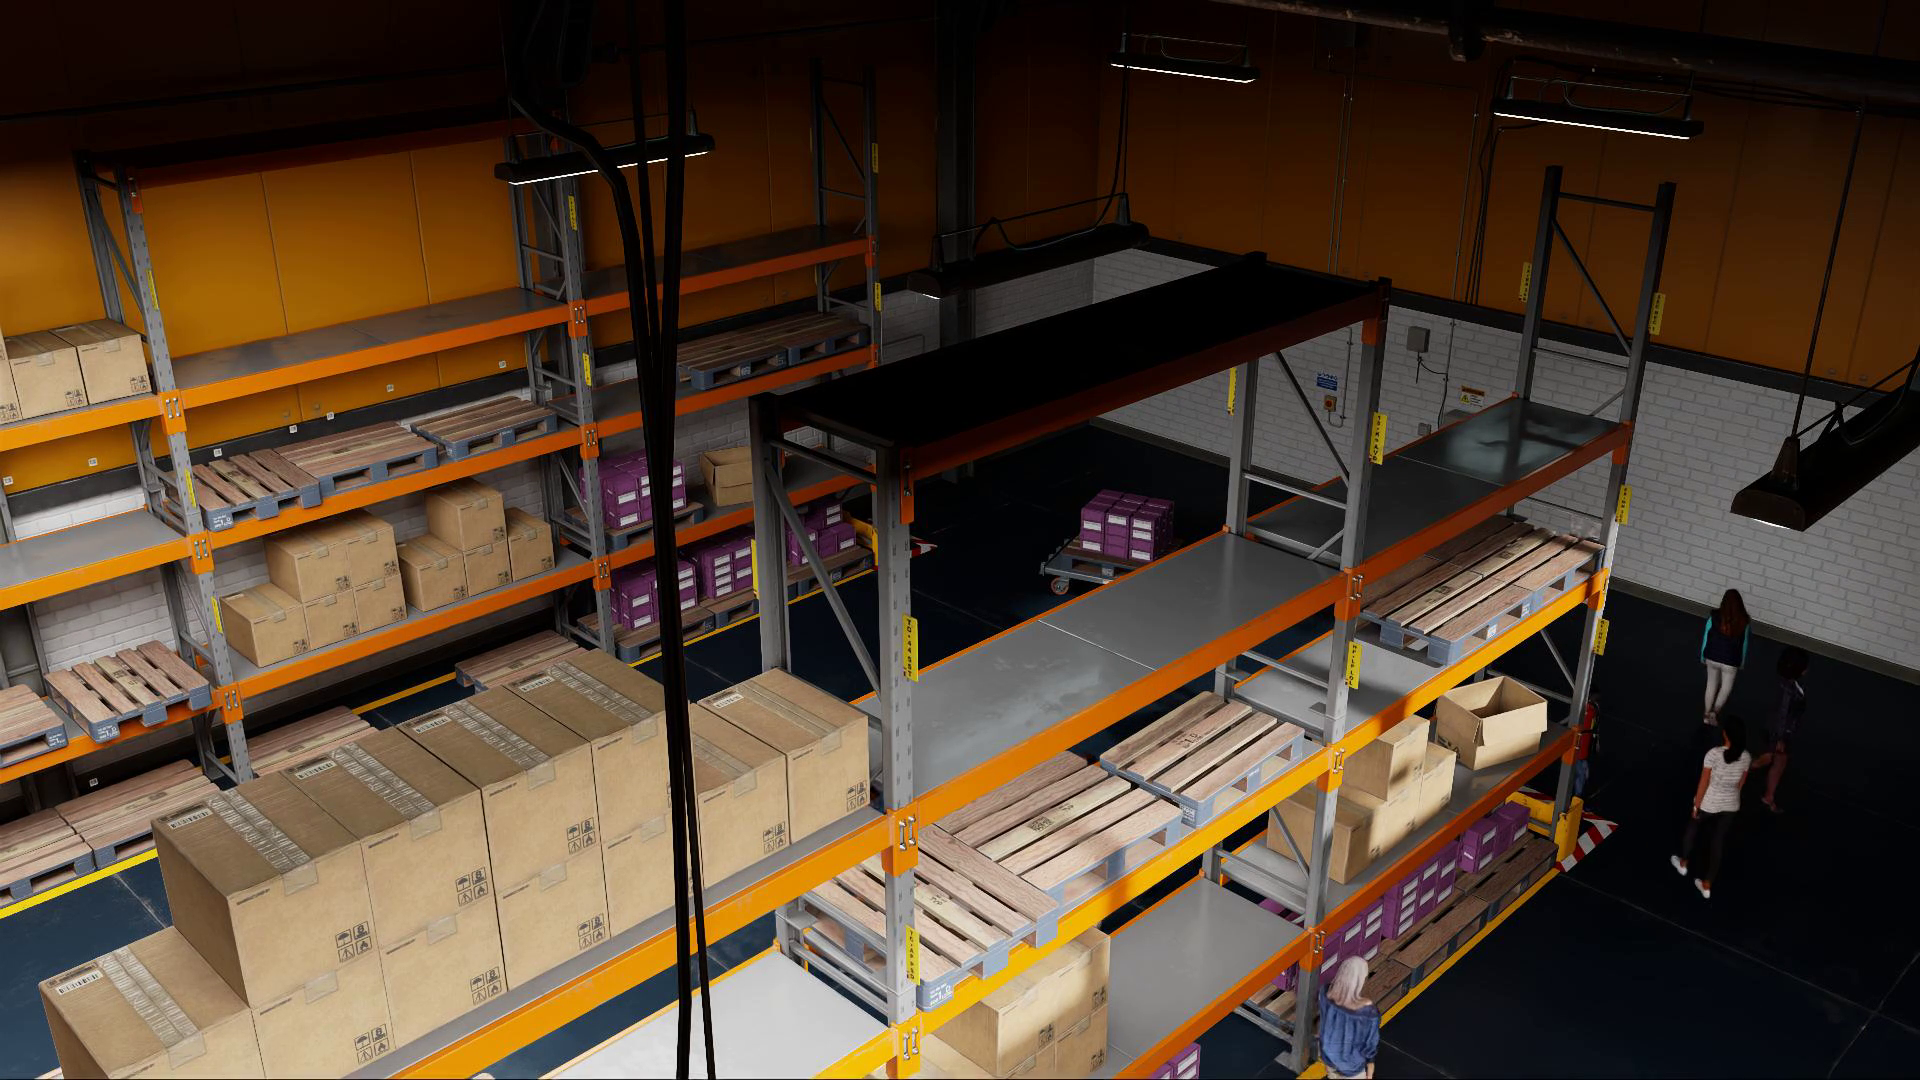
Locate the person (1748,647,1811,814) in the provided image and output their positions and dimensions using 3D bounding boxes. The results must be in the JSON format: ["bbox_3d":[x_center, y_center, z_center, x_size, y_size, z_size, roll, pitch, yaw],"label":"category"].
[{"bbox_3d":[7.450,1.739,15.288,0.852,1.687,0.827,9,25,19],"label":"person"}]

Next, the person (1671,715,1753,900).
[{"bbox_3d":[6.448,2.301,14.092,0.837,1.616,0.911,1,24,3],"label":"person"}]

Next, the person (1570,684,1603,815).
[{"bbox_3d":[5.739,1.879,15.514,0.552,1.250,0.552,-20,31,-38],"label":"person"}]

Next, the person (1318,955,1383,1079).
[{"bbox_3d":[2.531,3.545,11.168,0.608,1.678,0.929,21,31,39],"label":"person"}]

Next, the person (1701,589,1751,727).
[{"bbox_3d":[7.666,1.217,16.728,0.655,1.491,0.772,15,28,30],"label":"person"}]
